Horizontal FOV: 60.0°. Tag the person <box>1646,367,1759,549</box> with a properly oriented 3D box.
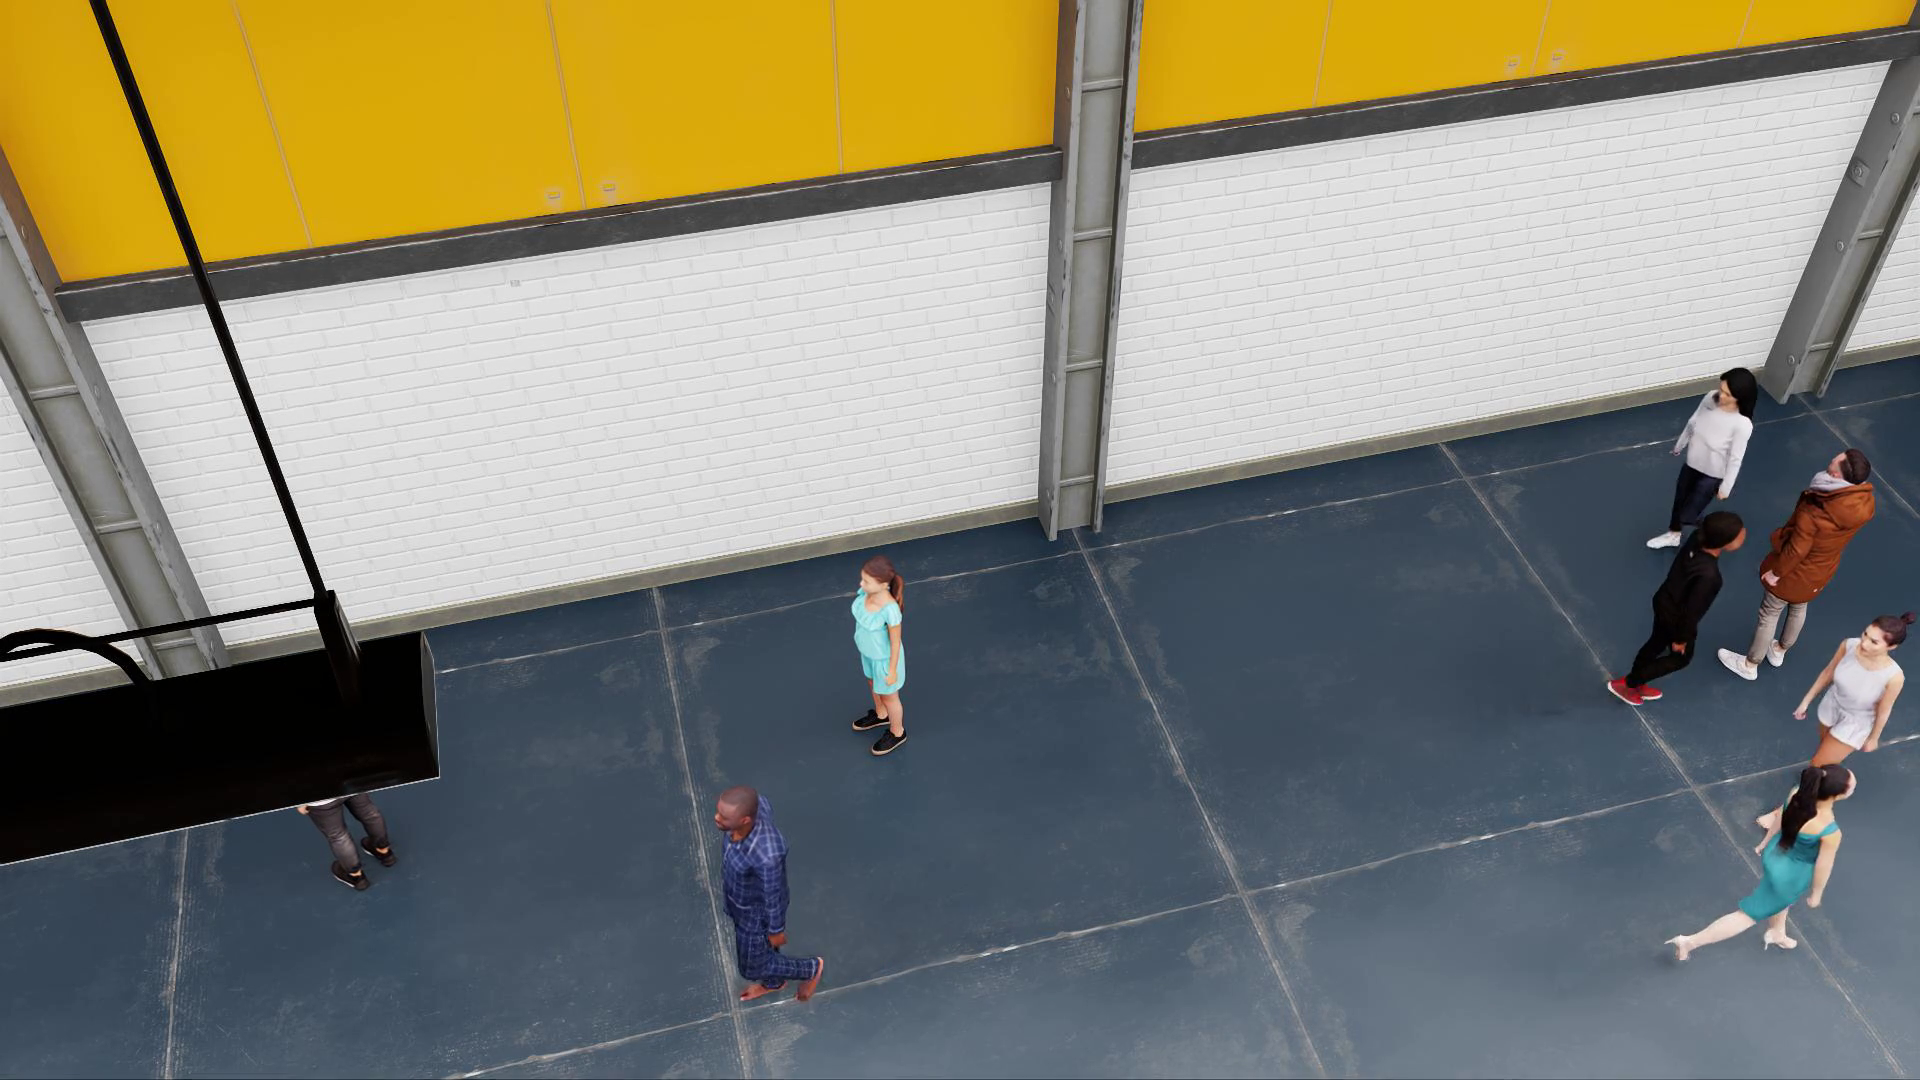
[{"bbox_3d":[5.109,-0.495,11.218,0.678,1.683,0.696,-9,44,-9],"label":"person"}]

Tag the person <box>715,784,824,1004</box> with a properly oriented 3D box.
[{"bbox_3d":[-0.976,1.844,8.668,0.741,1.815,0.718,-16,46,-16],"label":"person"}]

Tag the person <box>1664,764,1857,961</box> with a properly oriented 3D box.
[{"bbox_3d":[4.317,1.774,8.858,1.060,1.653,0.658,-5,44,-5],"label":"person"}]

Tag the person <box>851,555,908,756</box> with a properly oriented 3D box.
[{"bbox_3d":[-0.479,0.679,10.076,0.608,1.558,0.604,-22,48,-22],"label":"person"}]

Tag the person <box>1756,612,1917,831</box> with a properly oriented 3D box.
[{"bbox_3d":[5.240,0.999,9.711,0.917,1.600,0.636,-16,46,-16],"label":"person"}]

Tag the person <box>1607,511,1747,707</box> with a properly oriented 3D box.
[{"bbox_3d":[4.335,0.453,10.240,0.750,1.659,0.720,0,44,0],"label":"person"}]

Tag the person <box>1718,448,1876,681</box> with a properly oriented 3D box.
[{"bbox_3d":[5.288,0.159,10.419,0.693,1.839,0.812,-18,46,-18],"label":"person"}]
